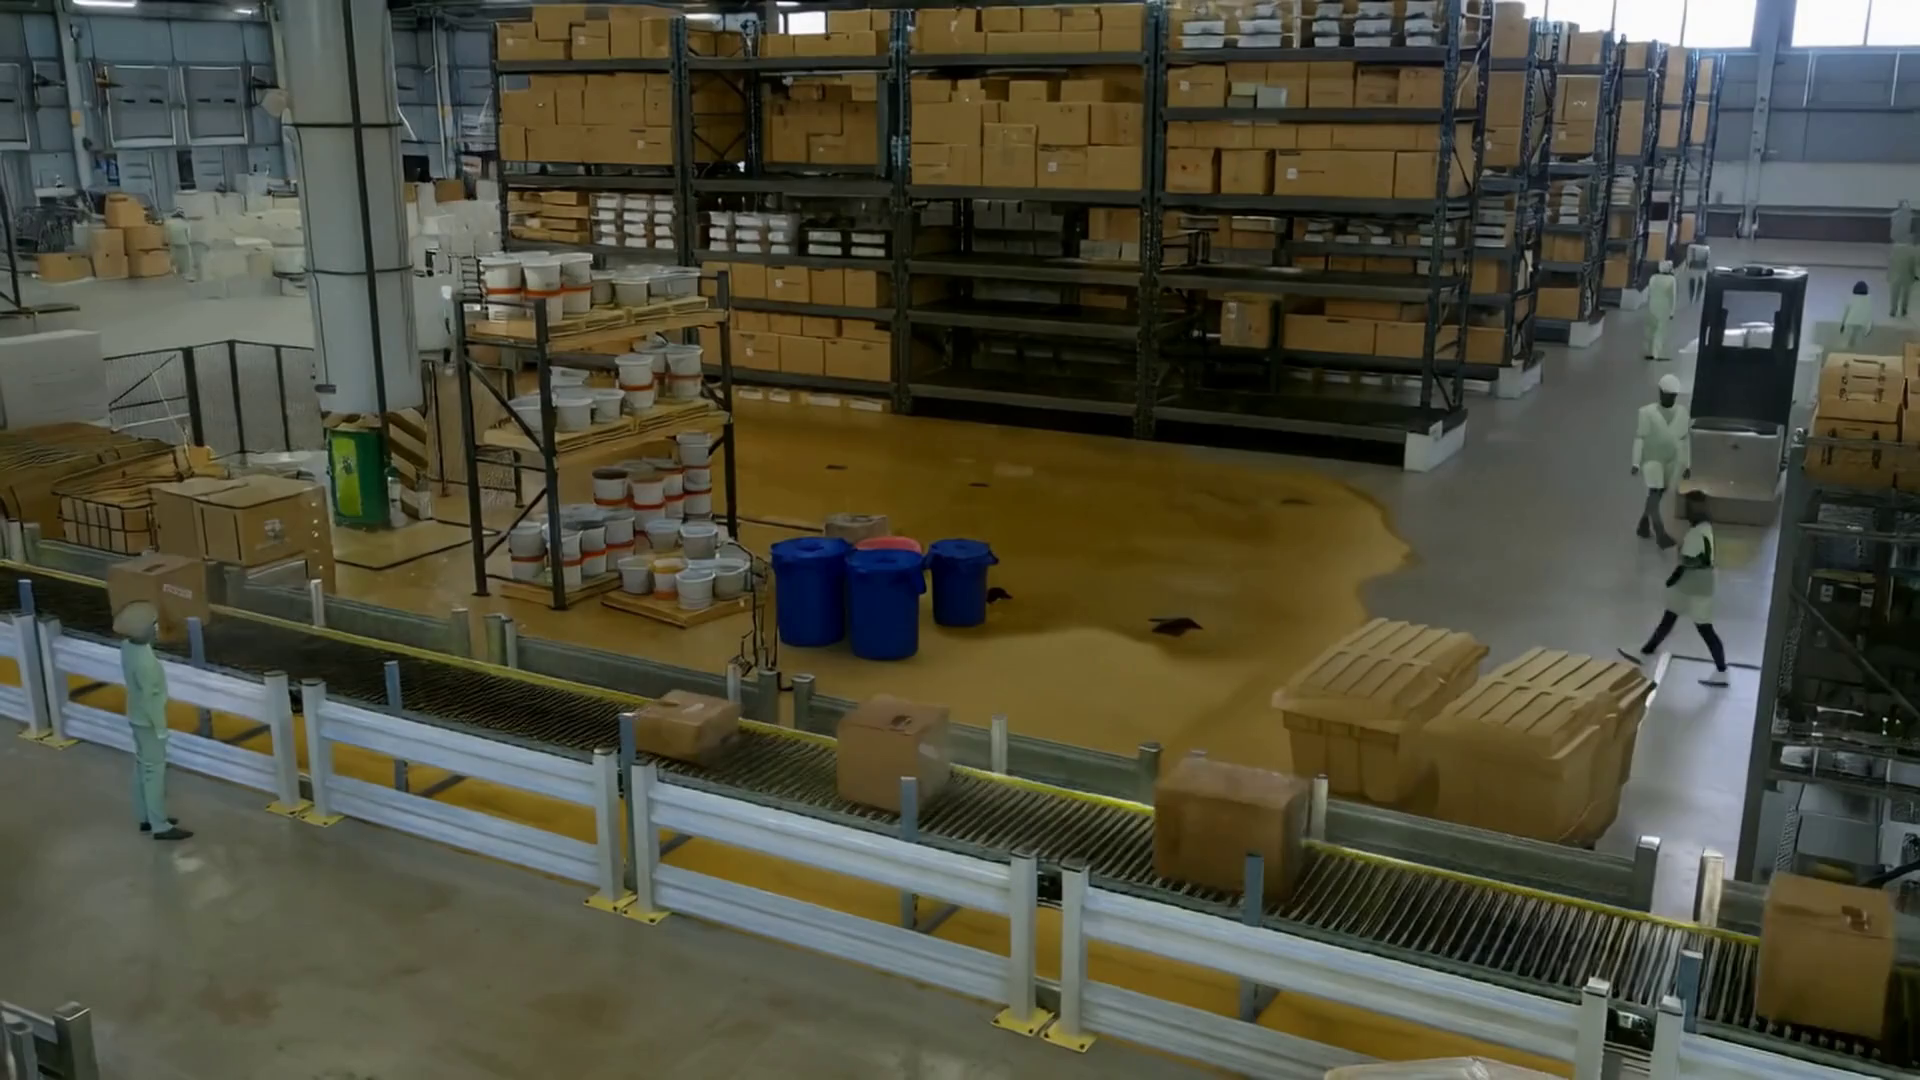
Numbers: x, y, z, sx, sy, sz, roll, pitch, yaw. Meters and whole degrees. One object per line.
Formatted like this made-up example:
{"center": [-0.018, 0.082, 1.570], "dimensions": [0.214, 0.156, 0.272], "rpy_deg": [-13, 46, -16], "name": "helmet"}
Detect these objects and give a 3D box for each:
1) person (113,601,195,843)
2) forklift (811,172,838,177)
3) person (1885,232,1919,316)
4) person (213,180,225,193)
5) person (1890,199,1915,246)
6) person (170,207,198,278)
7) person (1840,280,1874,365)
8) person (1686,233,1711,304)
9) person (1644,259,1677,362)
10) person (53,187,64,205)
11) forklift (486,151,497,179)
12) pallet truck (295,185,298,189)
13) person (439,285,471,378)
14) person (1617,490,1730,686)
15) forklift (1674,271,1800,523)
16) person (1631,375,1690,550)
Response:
{"center": [-5.359, 1.193, 11.001], "dimensions": [0.278, 1.633, 0.498], "rpy_deg": [-13, 19, -39], "name": "person"}
{"center": [-4.464, -11.085, 54.772], "dimensions": [1.129, 2.768, 1.873], "rpy_deg": [8, 17, 28], "name": "forklift"}
{"center": [21.276, -6.011, 37.585], "dimensions": [0.666, 1.890, 0.439], "rpy_deg": [7, 16, 23], "name": "person"}
{"center": [-26.717, -12.029, 60.152], "dimensions": [0.622, 1.932, 0.368], "rpy_deg": [9, 18, 32], "name": "person"}
{"center": [28.246, -9.273, 49.898], "dimensions": [0.639, 1.875, 0.872], "rpy_deg": [9, 17, 31], "name": "person"}
{"center": [-21.352, -8.164, 45.671], "dimensions": [0.600, 1.897, 0.683], "rpy_deg": [3, 15, 11], "name": "person"}
{"center": [16.266, -3.895, 30.175], "dimensions": [0.505, 1.618, 0.437], "rpy_deg": [12, 19, 39], "name": "person"}
{"center": [17.772, -6.550, 40.061], "dimensions": [0.539, 1.663, 0.812], "rpy_deg": [7, 16, 23], "name": "person"}
{"center": [13.142, -4.293, 31.127], "dimensions": [0.399, 1.899, 0.646], "rpy_deg": [-6, 16, -21], "name": "person"}
{"center": [-32.610, -11.928, 60.231], "dimensions": [0.538, 1.688, 0.363], "rpy_deg": [14, 20, 42], "name": "person"}
{"center": [-17.910, -13.610, 64.264], "dimensions": [1.873, 2.768, 1.129], "rpy_deg": [1, 15, 2], "name": "forklift"}
{"center": [-26.804, -14.617, 69.738], "dimensions": [1.885, 1.965, 0.823], "rpy_deg": [-14, 20, -42], "name": "pallet truck"}
{"center": [-8.895, -3.633, 29.107], "dimensions": [0.622, 1.653, 0.549], "rpy_deg": [5, 16, 18], "name": "person"}
{"center": [6.106, 0.392, 13.984], "dimensions": [0.910, 1.635, 0.538], "rpy_deg": [6, 16, 21], "name": "person"}
{"center": [9.269, -1.763, 19.726], "dimensions": [1.129, 2.768, 1.873], "rpy_deg": [8, 17, 27], "name": "forklift"}
{"center": [7.714, -0.850, 18.185], "dimensions": [0.569, 1.888, 0.957], "rpy_deg": [-1, 15, -4], "name": "person"}
